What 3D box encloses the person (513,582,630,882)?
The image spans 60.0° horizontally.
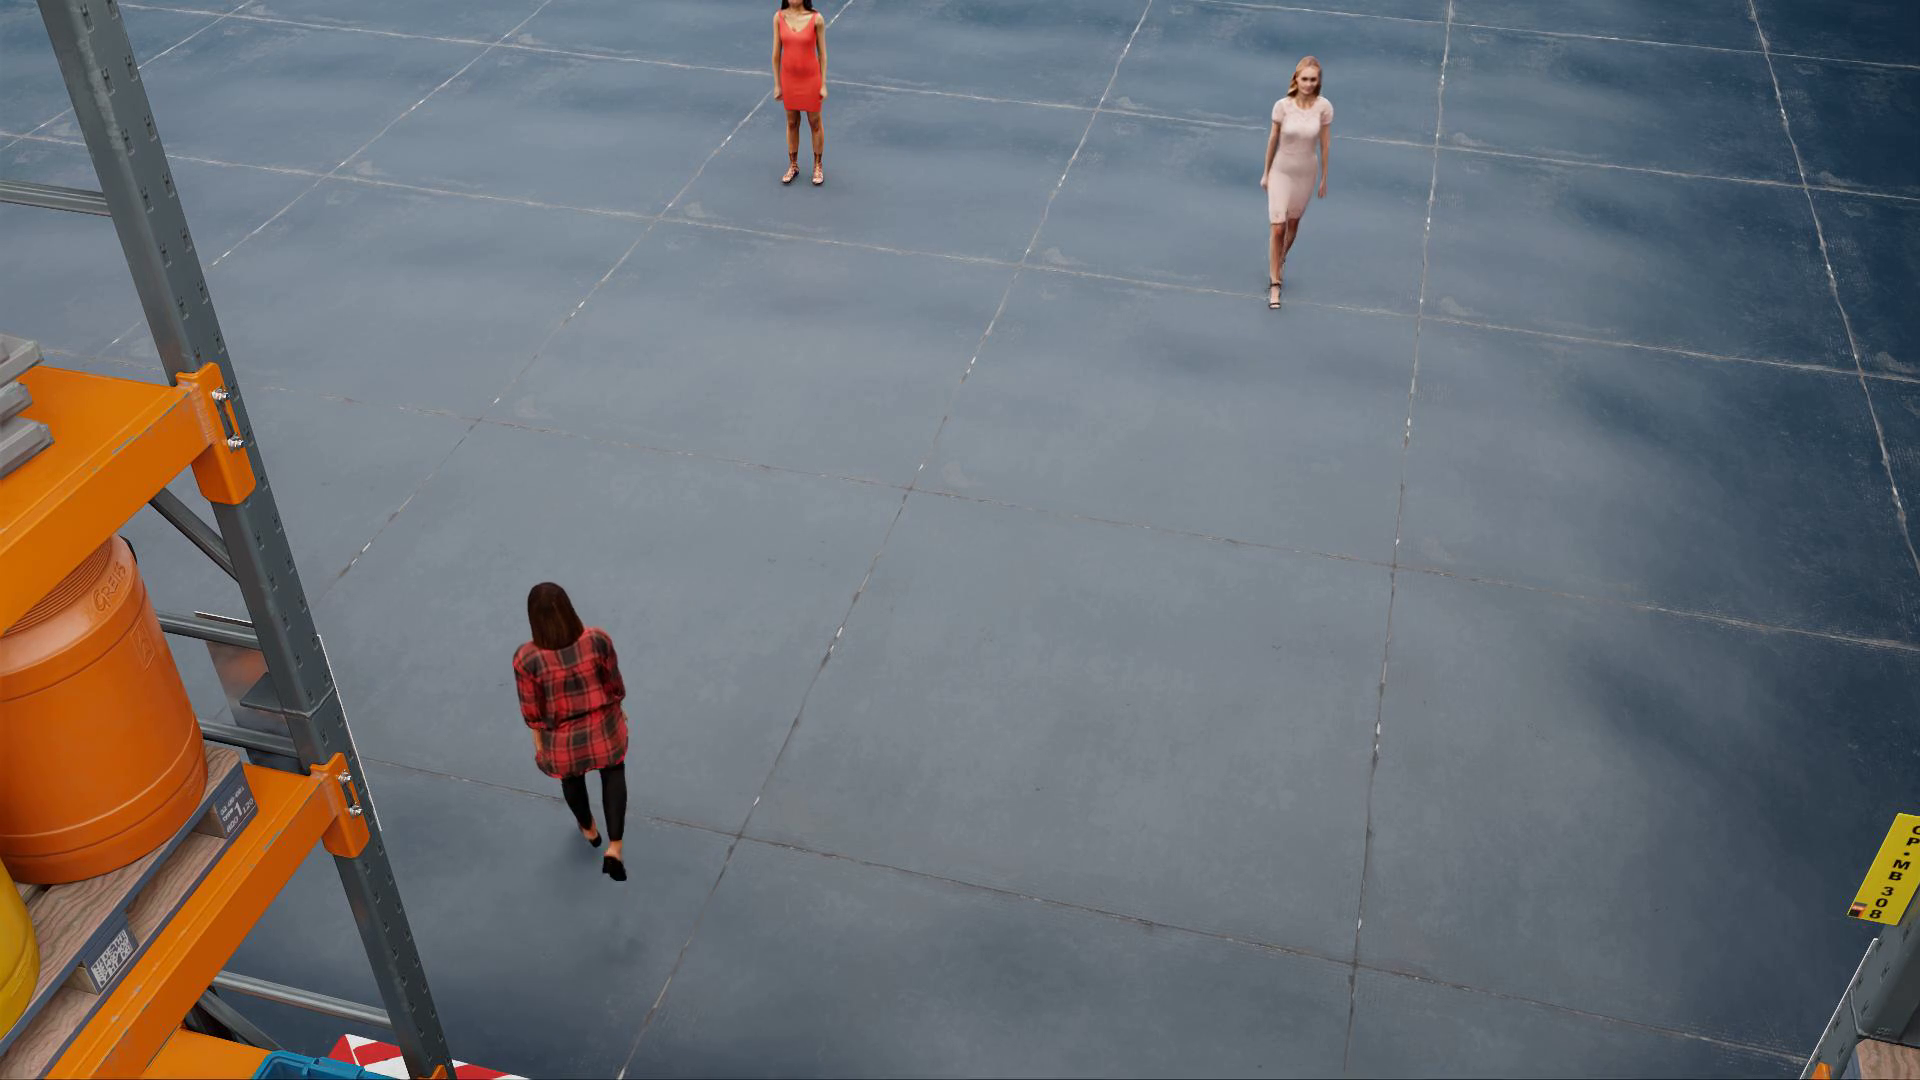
[{"bbox_3d":[-1.709,0.903,7.550,0.894,1.685,1.022,-11,39,-14],"label":"person"}]

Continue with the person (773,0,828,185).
[{"bbox_3d":[-1.277,-3.712,13.422,0.613,1.719,0.553,4,38,5],"label":"person"}]

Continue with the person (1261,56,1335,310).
[{"bbox_3d":[2.395,-2.632,11.973,0.713,1.803,0.977,3,38,3],"label":"person"}]
